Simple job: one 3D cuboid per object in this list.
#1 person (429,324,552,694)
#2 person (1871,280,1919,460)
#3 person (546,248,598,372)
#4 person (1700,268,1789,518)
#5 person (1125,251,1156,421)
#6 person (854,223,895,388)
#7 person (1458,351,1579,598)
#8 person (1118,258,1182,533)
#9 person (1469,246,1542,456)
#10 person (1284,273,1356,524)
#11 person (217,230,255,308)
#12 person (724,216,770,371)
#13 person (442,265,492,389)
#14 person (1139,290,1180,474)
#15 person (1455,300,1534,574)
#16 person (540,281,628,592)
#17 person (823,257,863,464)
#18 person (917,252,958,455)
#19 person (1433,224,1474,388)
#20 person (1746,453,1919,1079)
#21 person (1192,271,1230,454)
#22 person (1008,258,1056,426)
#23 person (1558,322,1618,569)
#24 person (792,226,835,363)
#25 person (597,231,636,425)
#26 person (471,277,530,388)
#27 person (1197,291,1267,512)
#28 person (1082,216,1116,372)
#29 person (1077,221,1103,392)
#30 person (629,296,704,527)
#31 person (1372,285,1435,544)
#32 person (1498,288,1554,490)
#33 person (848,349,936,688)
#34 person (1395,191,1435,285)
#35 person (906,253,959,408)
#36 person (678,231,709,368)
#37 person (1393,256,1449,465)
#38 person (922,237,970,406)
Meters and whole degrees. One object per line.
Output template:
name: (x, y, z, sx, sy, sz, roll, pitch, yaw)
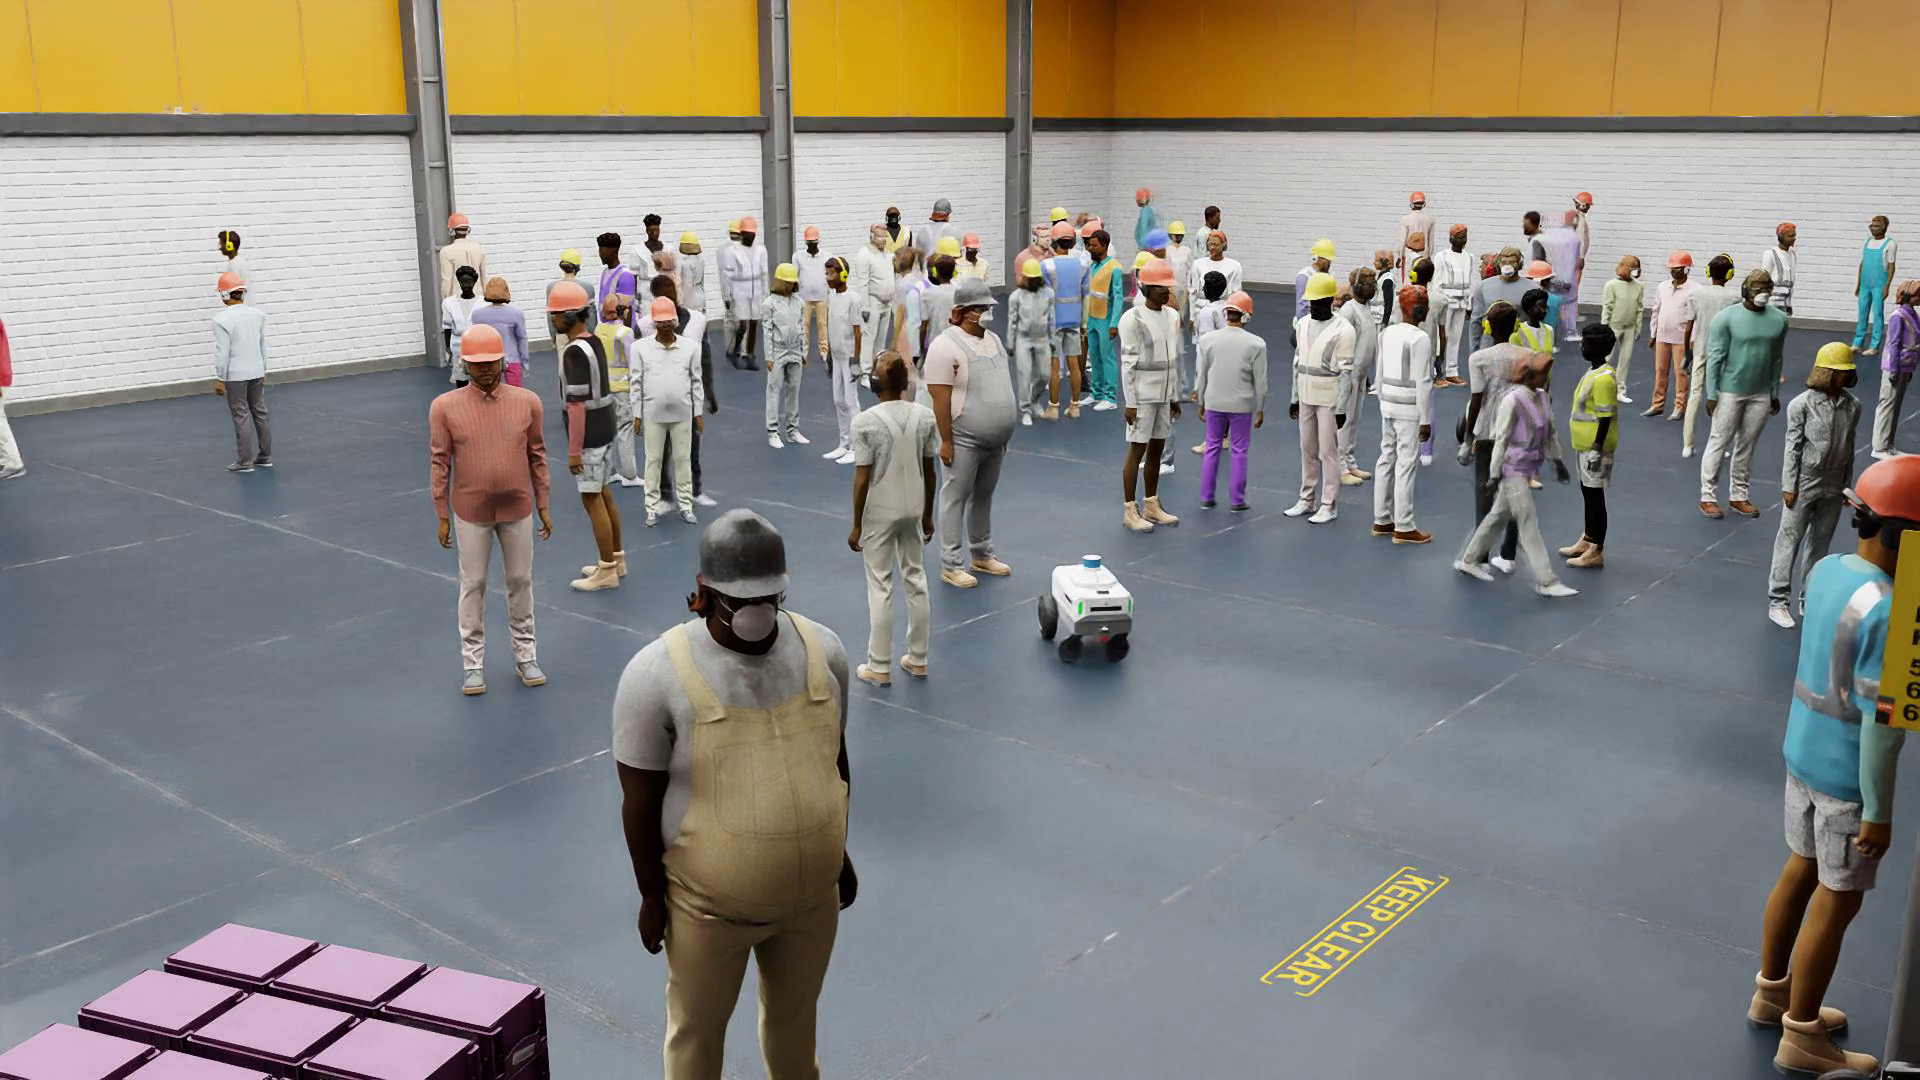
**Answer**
person: (-2.503, -0.165, 8.927, 0.623, 1.992, 0.391, -7, 16, -25)
person: (8.553, -1.543, 15.152, 0.307, 1.640, 0.520, 12, 19, 40)
person: (-3.985, -2.113, 17.175, 0.525, 1.769, 0.327, 1, 14, 6)
person: (6.077, -1.131, 12.902, 0.630, 1.938, 0.366, -2, 14, -8)
person: (1.876, -2.029, 16.842, 0.314, 1.767, 0.523, -2, 14, -9)
person: (-0.951, -2.726, 19.357, 0.400, 1.901, 0.643, 8, 16, 28)
person: (3.682, -0.445, 10.872, 0.896, 1.589, 0.524, 12, 19, 40)
person: (1.454, -1.086, 12.510, 0.377, 2.044, 0.607, 13, 19, 43)
person: (4.972, -1.715, 15.233, 0.627, 1.940, 0.372, 6, 15, 22)
person: (2.754, -1.088, 12.775, 0.393, 1.918, 0.585, -8, 16, -30)
person: (-8.053, -2.518, 18.595, 0.310, 1.864, 0.533, -3, 14, -14)
person: (-2.607, -3.030, 20.524, 0.555, 1.920, 0.438, -10, 17, -36)
person: (-4.746, -1.820, 16.160, 0.533, 1.695, 0.320, -1, 14, -3)
person: (1.757, -1.393, 14.568, 0.286, 1.633, 0.499, -3, 14, -10)
person: (3.613, -0.681, 11.254, 0.517, 1.865, 0.334, -4, 15, -16)
person: (-2.480, -0.675, 10.916, 0.445, 2.030, 0.621, 0, 14, -1)
person: (-1.059, -1.624, 15.046, 0.338, 1.858, 0.523, -10, 17, -34)
person: (-0.136, -1.716, 15.391, 0.530, 1.866, 0.331, -2, 14, -7)
person: (5.741, -2.722, 19.374, 0.575, 1.882, 0.355, -7, 16, -27)
person: (2.851, 0.725, 5.300, 0.406, 2.034, 0.608, 2, 14, 8)
person: (2.350, -1.641, 15.429, 0.318, 1.695, 0.540, 10, 17, 34)
person: (0.724, -2.011, 16.870, 0.509, 1.709, 0.561, -3, 14, -13)
person: (4.358, -0.652, 11.469, 0.317, 1.698, 0.540, 3, 14, 12)
person: (-1.876, -3.131, 21.269, 0.565, 1.751, 0.330, -2, 14, -6)
person: (-3.496, -2.156, 16.963, 0.376, 1.958, 0.603, -9, 16, -31)
person: (-4.271, -1.631, 15.517, 0.507, 1.633, 0.278, -2, 14, -9)
person: (2.149, -1.086, 13.129, 0.573, 1.739, 0.350, 7, 16, 25)
person: (1.653, -3.039, 20.591, 0.409, 1.909, 0.642, -6, 15, -23)
person: (1.488, -2.667, 19.039, 0.367, 1.935, 0.552, 0, 14, 2)
person: (-2.223, -0.976, 12.654, 0.560, 1.752, 0.326, -4, 15, -16)
person: (3.254, -0.917, 12.156, 0.353, 1.883, 0.573, -5, 15, -19)
person: (4.713, -1.241, 13.830, 0.529, 1.697, 0.321, -8, 16, -28)
person: (-0.368, -0.114, 9.028, 0.514, 1.843, 0.333, -8, 16, -30)
person: (7.102, -4.438, 26.001, 0.622, 1.993, 0.382, -4, 15, -15)
person: (-0.225, -1.826, 15.909, 0.632, 1.835, 0.432, -11, 18, -36)
person: (-3.277, -2.898, 20.355, 0.299, 1.745, 0.483, 4, 15, 16)
person: (4.088, -1.591, 14.877, 0.509, 1.872, 0.328, -1, 14, -3)
person: (-0.119, -2.204, 17.320, 0.614, 1.867, 0.997, -7, 16, -27)
